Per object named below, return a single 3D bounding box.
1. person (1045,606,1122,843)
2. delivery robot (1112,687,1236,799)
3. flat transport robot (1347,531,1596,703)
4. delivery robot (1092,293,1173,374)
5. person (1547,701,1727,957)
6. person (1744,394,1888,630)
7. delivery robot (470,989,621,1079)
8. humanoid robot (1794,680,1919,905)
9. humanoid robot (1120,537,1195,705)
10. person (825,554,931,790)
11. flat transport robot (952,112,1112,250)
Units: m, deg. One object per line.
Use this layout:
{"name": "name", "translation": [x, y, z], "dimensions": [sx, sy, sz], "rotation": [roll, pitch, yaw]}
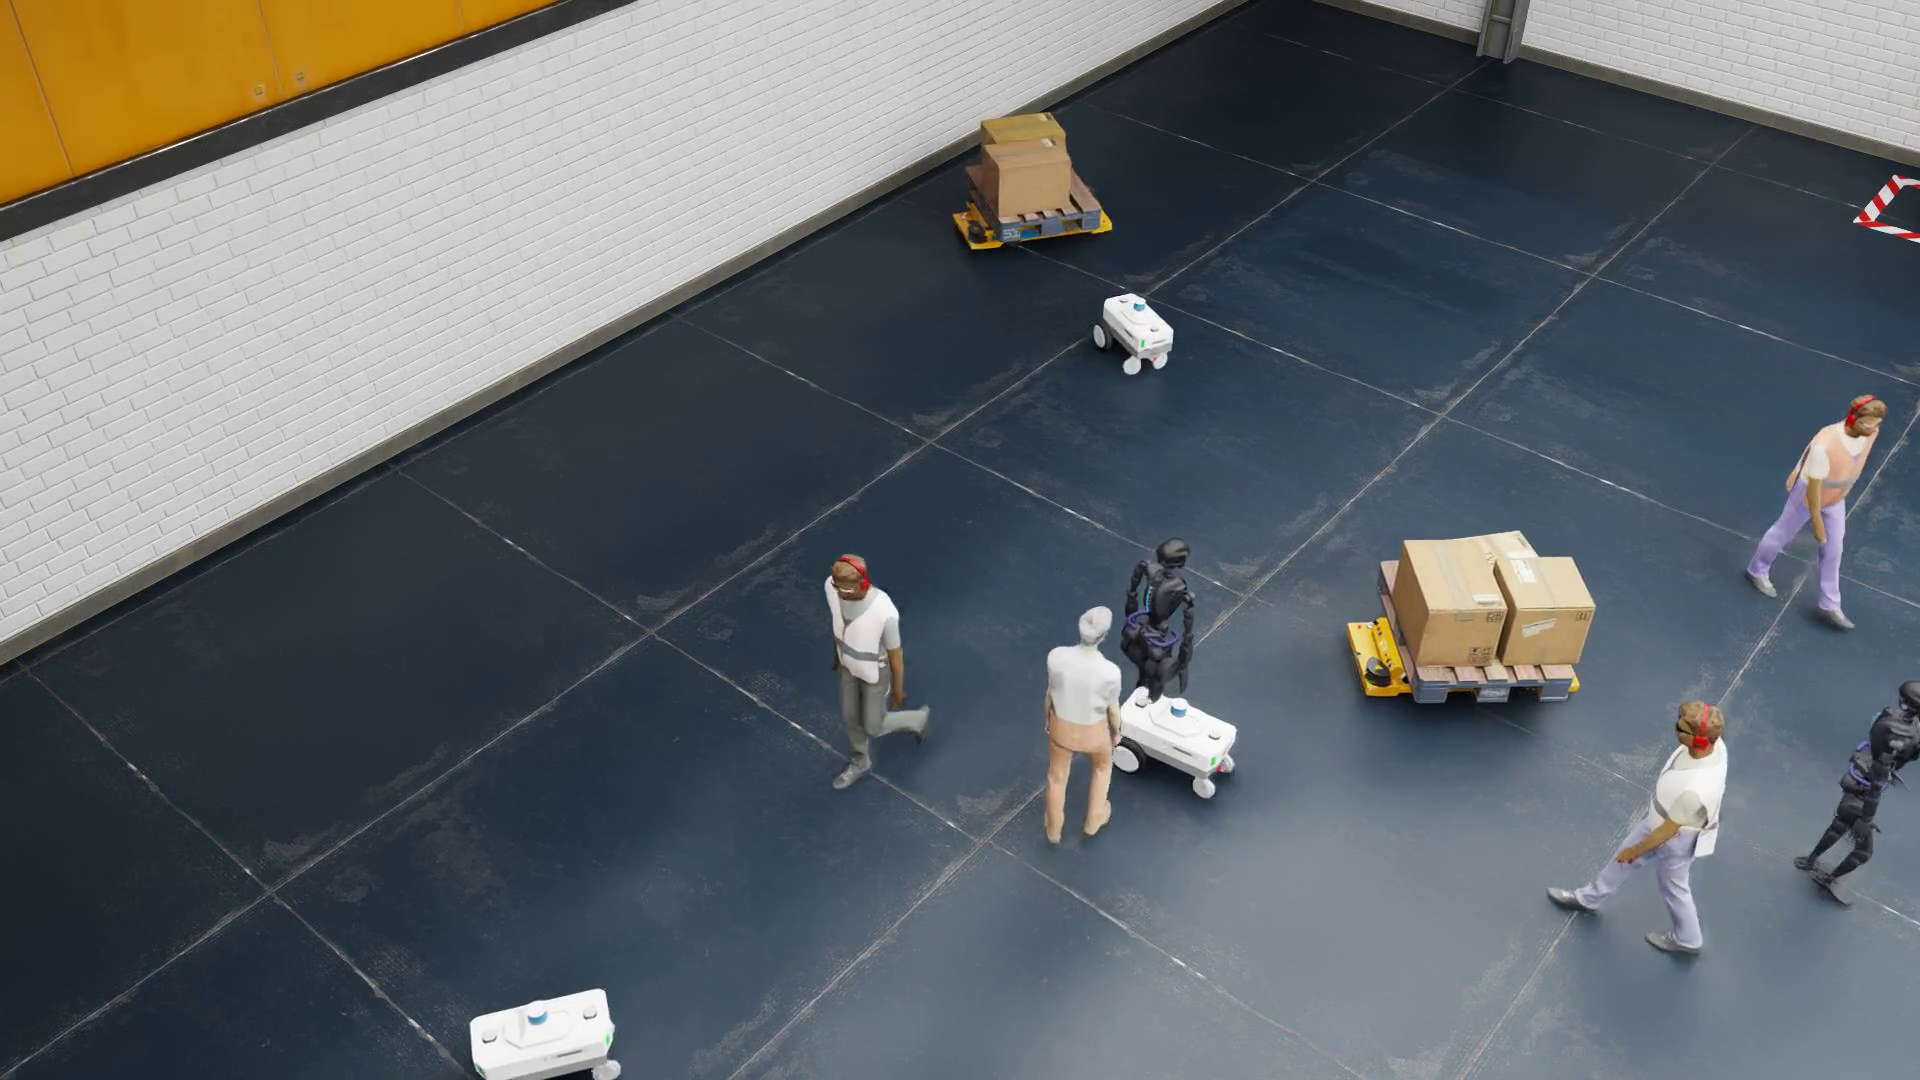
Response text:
{"name": "person", "translation": [0.717, 1.095, 9.775], "dimensions": [0.459, 1.722, 0.446], "rotation": [13, 41, 16]}
{"name": "delivery robot", "translation": [1.360, 1.235, 10.506], "dimensions": [0.750, 0.570, 0.499], "rotation": [22, 44, 25]}
{"name": "flat transport robot", "translation": [3.421, 0.766, 11.336], "dimensions": [1.431, 0.231, 0.659], "rotation": [-1, 39, -1]}
{"name": "delivery robot", "translation": [1.501, -1.809, 14.314], "dimensions": [0.521, 0.607, 0.778], "rotation": [-17, 42, -20]}
{"name": "person", "translation": [3.879, 1.584, 9.103], "dimensions": [0.862, 1.802, 0.561], "rotation": [13, 41, 15]}
{"name": "person", "translation": [5.921, -0.202, 11.312], "dimensions": [0.564, 1.801, 0.920], "rotation": [-14, 41, -17]}
{"name": "delivery robot", "translation": [-2.208, 2.657, 8.766], "dimensions": [0.795, 0.602, 0.499], "rotation": [-10, 40, -13]}
{"name": "humanoid robot", "translation": [5.160, 1.391, 9.440], "dimensions": [0.368, 1.649, 0.600], "rotation": [24, 45, 27]}
{"name": "humanoid robot", "translation": [1.207, 0.641, 10.372], "dimensions": [0.405, 1.649, 0.596], "rotation": [-27, 46, -29]}
{"name": "person", "translation": [-0.520, 0.751, 10.120], "dimensions": [0.648, 1.814, 0.598], "rotation": [-32, 48, -33]}
{"name": "flat transport robot", "translation": [0.699, -3.136, 16.179], "dimensions": [1.431, 0.231, 0.659], "rotation": [-11, 40, -13]}
